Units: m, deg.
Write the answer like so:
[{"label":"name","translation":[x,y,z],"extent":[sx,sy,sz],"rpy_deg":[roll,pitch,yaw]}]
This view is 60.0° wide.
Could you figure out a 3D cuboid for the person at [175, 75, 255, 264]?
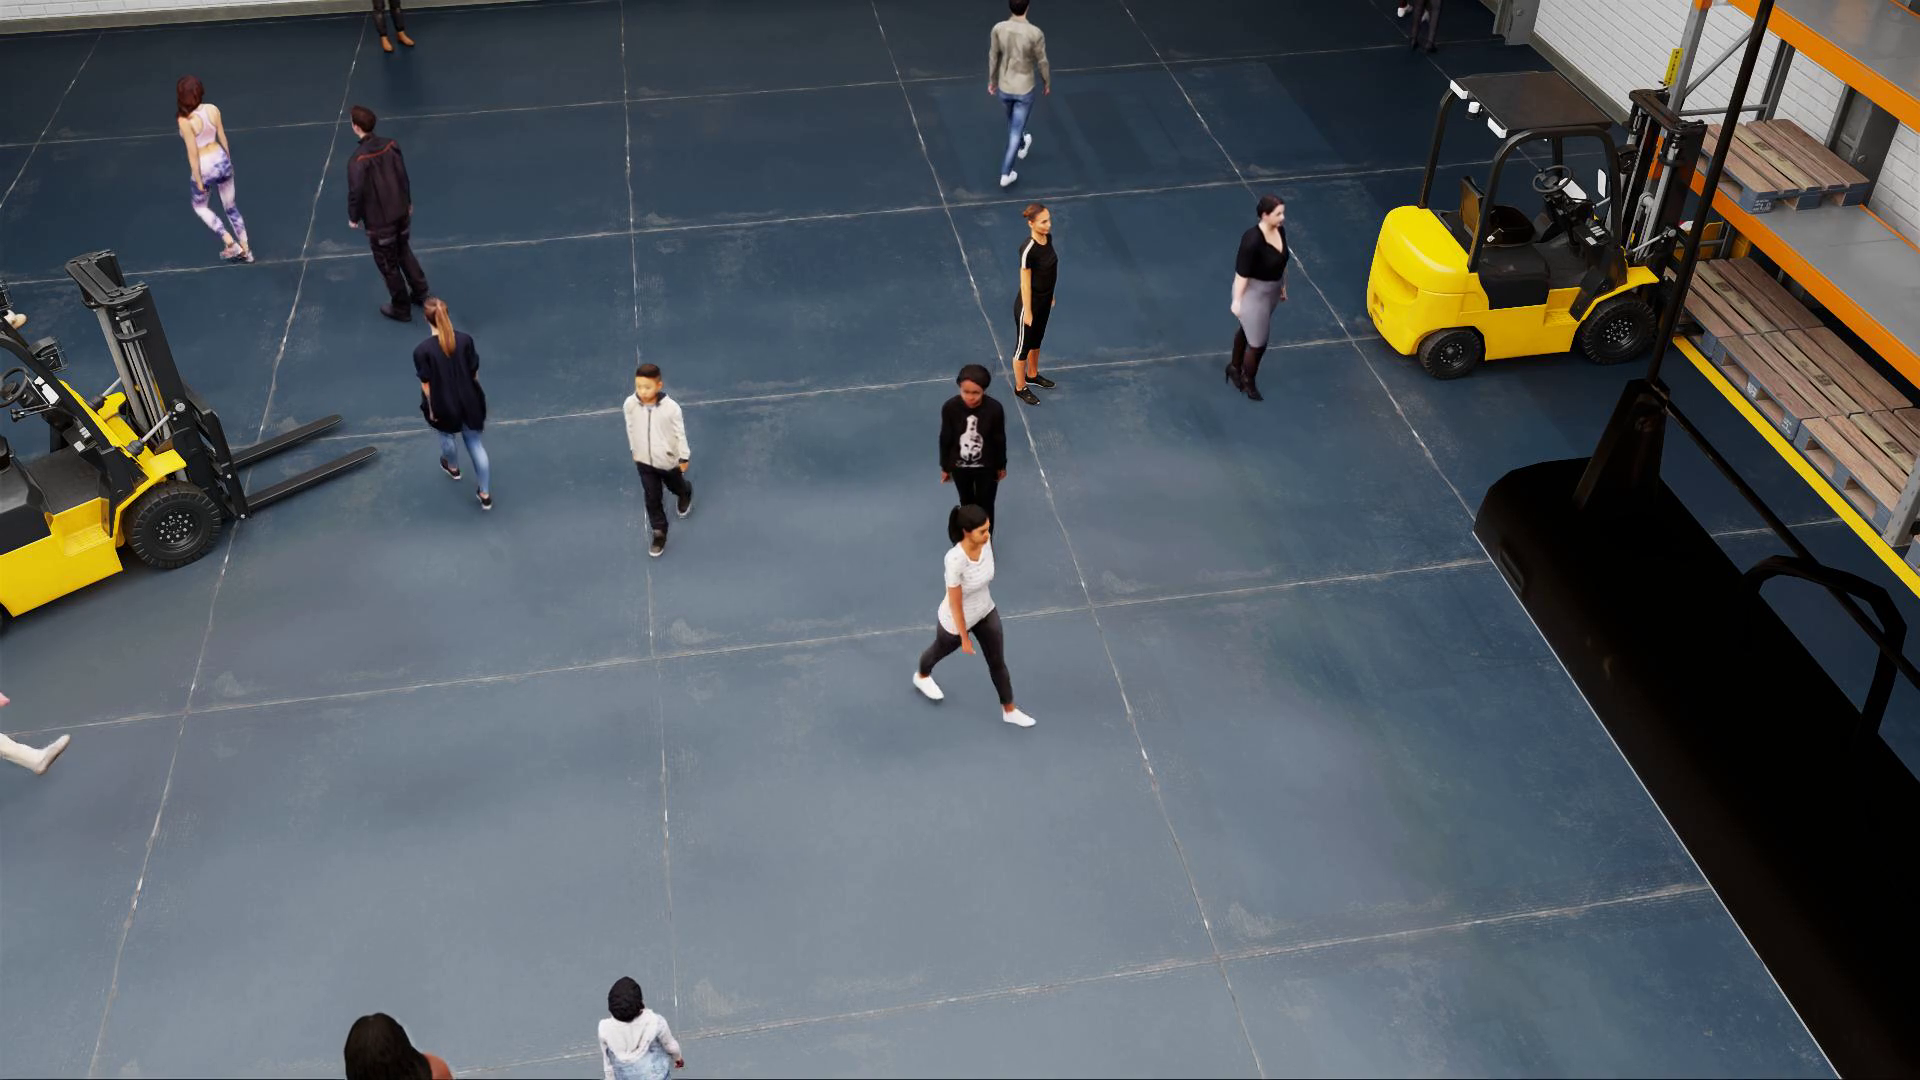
[{"label":"person","translation":[-6.526,-3.220,14.653],"extent":[0.780,1.756,0.714],"rpy_deg":[19,43,23]}]

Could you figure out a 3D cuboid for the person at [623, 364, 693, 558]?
[{"label":"person","translation":[-2.093,-0.629,11.664],"extent":[0.759,1.438,0.972],"rpy_deg":[5,39,6]}]

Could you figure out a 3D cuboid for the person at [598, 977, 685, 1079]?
[{"label":"person","translation":[-1.505,2.563,7.837],"extent":[0.525,1.226,0.851],"rpy_deg":[-5,39,-6]}]

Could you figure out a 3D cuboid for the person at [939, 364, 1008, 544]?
[{"label":"person","translation":[0.102,-0.554,11.396],"extent":[0.778,1.655,0.937],"rpy_deg":[8,39,10]}]

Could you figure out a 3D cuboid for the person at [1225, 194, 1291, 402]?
[{"label":"person","translation":[2.244,-1.936,13.058],"extent":[0.855,1.741,0.805],"rpy_deg":[27,46,30]}]

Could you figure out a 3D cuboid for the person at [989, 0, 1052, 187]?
[{"label":"person","translation":[0.513,-4.276,15.928],"extent":[1.100,1.815,1.278],"rpy_deg":[14,41,17]}]

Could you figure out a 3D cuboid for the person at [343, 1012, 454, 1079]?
[{"label":"person","translation":[-2.366,2.666,7.236],"extent":[0.732,1.815,0.722],"rpy_deg":[-18,42,-21]}]

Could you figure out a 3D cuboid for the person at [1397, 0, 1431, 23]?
[{"label":"person","translation":[5.396,-6.942,19.293],"extent":[0.682,1.782,0.765],"rpy_deg":[30,48,32]}]

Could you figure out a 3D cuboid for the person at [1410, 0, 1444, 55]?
[{"label":"person","translation":[5.255,-6.240,18.571],"extent":[0.611,1.585,0.711],"rpy_deg":[31,48,33]}]

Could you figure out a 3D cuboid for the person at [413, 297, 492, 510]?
[{"label":"person","translation":[-3.567,-0.930,11.863],"extent":[0.839,1.660,1.022],"rpy_deg":[-21,43,-24]}]

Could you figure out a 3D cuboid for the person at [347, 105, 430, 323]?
[{"label":"person","translation":[-4.751,-2.683,13.862],"extent":[0.875,1.903,0.790],"rpy_deg":[19,42,22]}]

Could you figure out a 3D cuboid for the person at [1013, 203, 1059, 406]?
[{"label":"person","translation":[0.579,-1.880,13.045],"extent":[0.725,1.669,0.651],"rpy_deg":[20,43,23]}]

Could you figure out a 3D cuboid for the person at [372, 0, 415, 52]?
[{"label":"person","translation":[-6.510,-6.371,18.627],"extent":[0.722,1.720,0.732],"rpy_deg":[-31,48,-33]}]

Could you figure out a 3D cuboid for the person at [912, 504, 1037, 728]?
[{"label":"person","translation":[-0.038,0.447,10.192],"extent":[1.164,1.593,1.037],"rpy_deg":[28,47,31]}]
